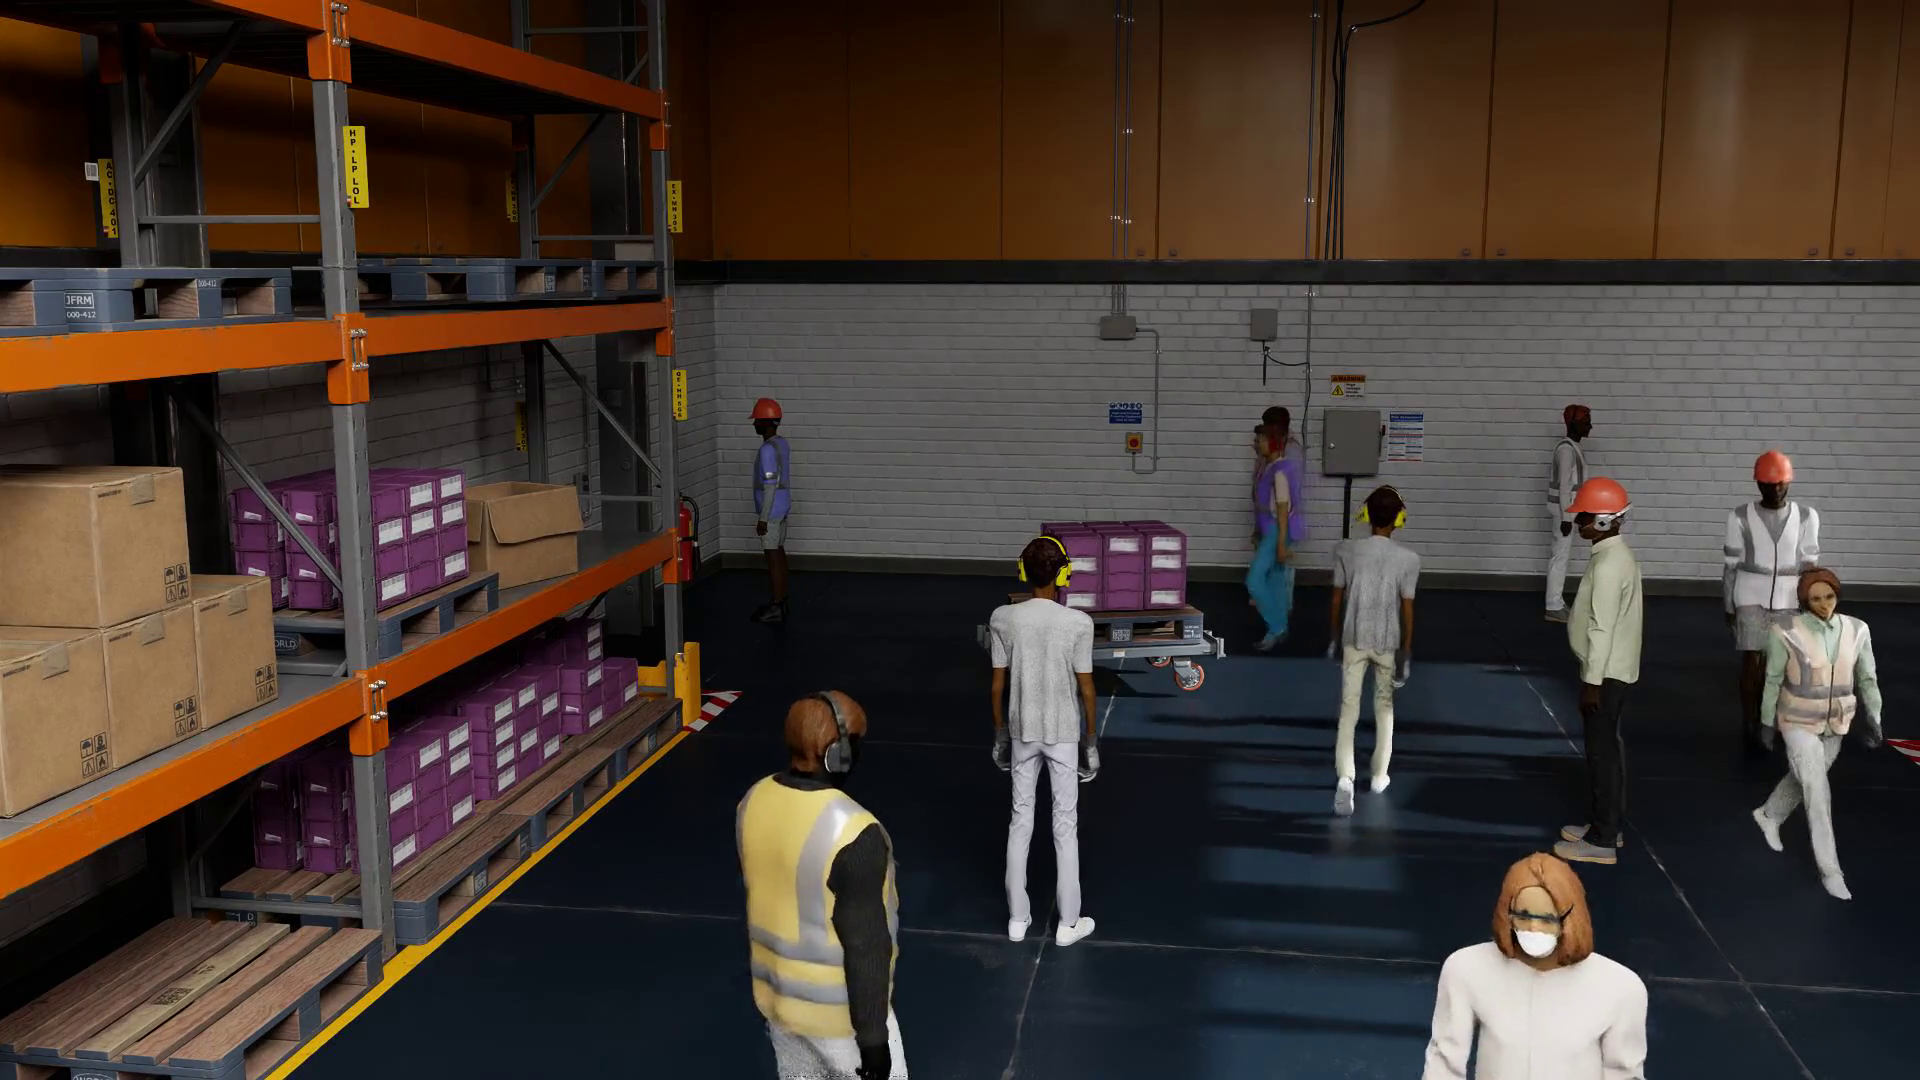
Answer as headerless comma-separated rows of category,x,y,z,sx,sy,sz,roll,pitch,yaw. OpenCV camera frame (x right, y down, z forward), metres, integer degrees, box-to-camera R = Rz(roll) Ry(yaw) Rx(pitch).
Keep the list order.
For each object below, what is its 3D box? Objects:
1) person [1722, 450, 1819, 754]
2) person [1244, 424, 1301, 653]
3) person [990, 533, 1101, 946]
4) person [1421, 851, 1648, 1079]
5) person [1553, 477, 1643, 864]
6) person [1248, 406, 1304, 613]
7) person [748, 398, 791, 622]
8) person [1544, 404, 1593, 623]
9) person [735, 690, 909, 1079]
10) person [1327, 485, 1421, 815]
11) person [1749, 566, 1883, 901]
person,5.130,0.369,10.588,0.556,1.921,0.655,2,10,15
person,2.473,-0.013,13.239,0.471,1.829,0.588,1,9,6
person,0.387,0.897,7.492,0.510,1.872,0.328,3,10,18
person,1.396,1.574,4.133,0.532,1.592,0.809,5,10,28
person,3.290,0.665,8.586,0.408,1.987,0.607,4,10,23
person,2.803,-0.270,14.782,0.429,1.839,0.633,-2,9,-11
person,-1.652,-0.261,14.420,0.354,1.939,0.544,1,9,6
person,5.268,-0.234,14.422,0.339,1.882,0.581,4,10,23
person,-0.393,1.340,4.872,0.434,1.830,0.653,-8,12,-40
person,2.314,0.608,9.396,0.517,1.836,0.894,3,10,18
person,4.264,0.900,8.343,0.558,1.598,0.850,-1,9,-4
